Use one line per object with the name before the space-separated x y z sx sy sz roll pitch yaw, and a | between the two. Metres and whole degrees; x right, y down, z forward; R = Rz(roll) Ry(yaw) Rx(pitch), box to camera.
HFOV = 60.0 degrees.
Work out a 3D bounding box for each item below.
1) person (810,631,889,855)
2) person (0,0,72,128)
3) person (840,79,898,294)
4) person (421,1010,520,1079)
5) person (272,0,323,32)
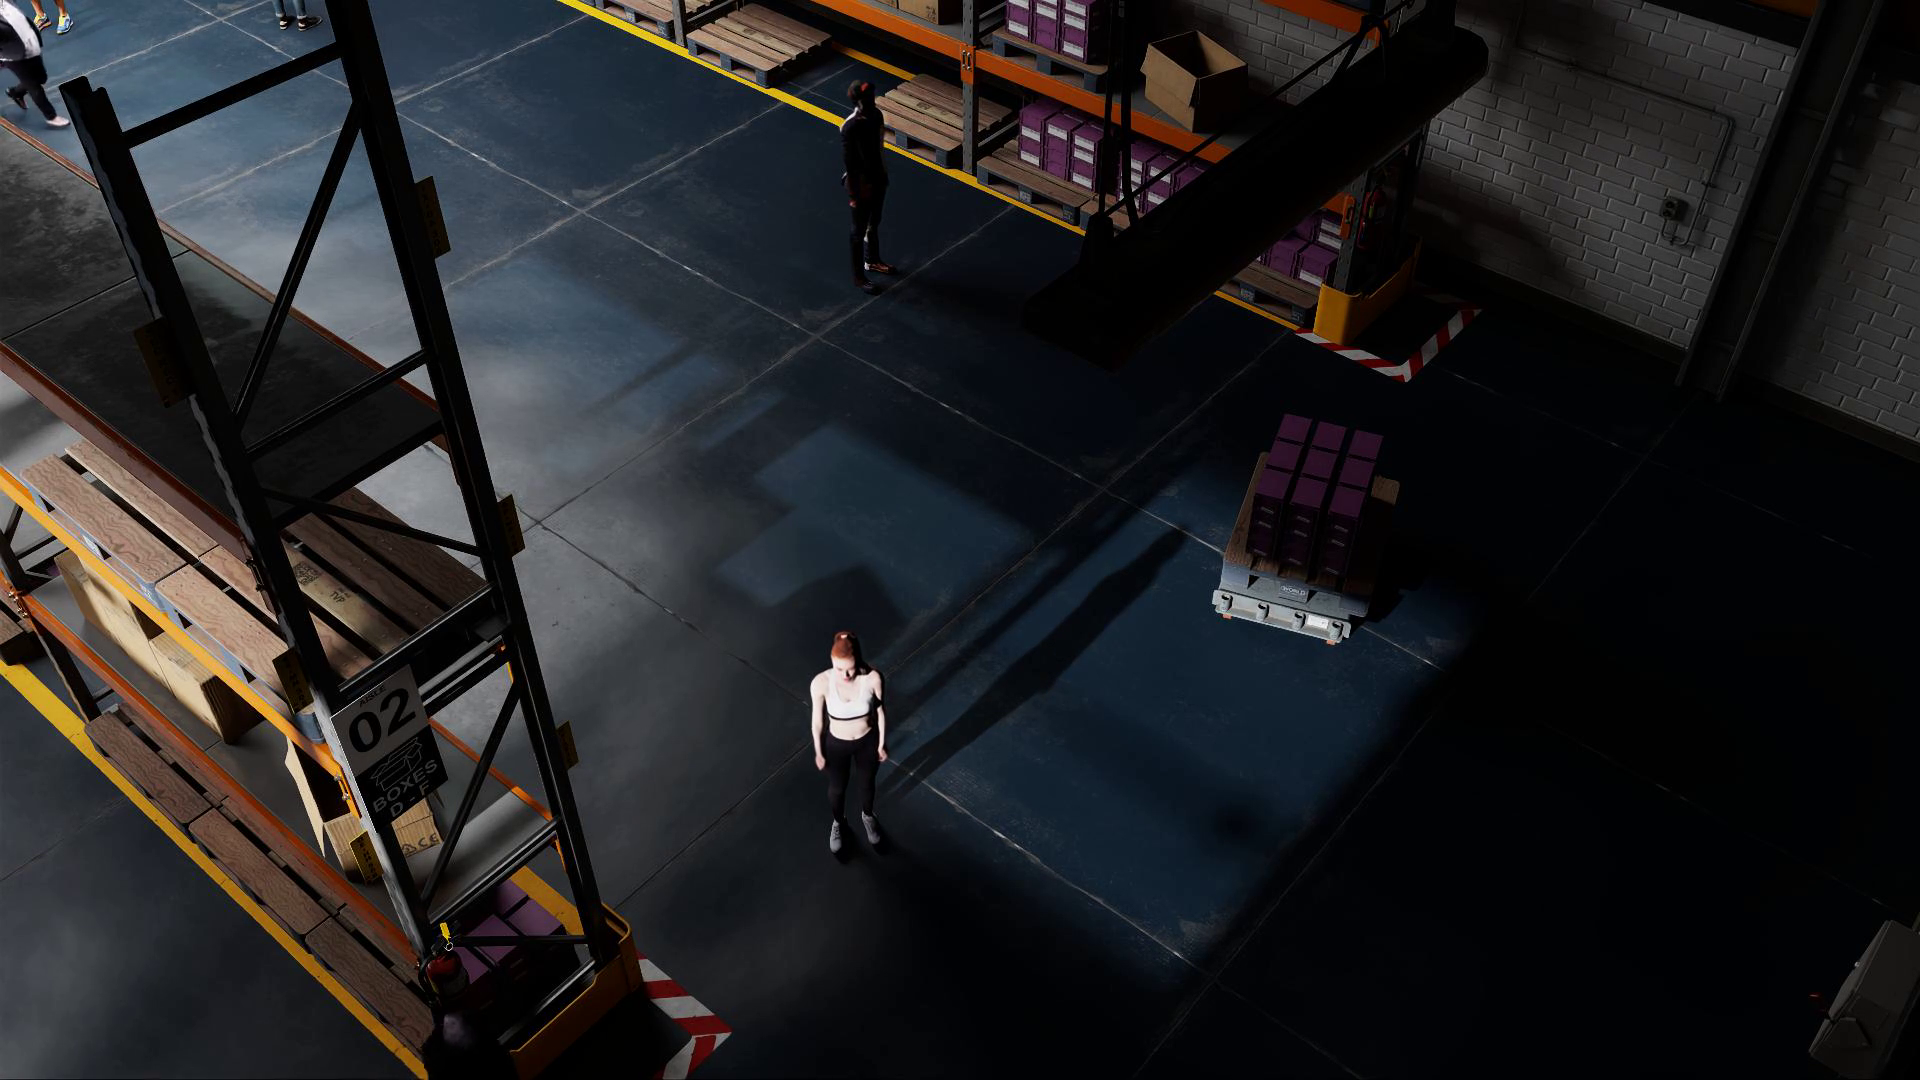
person | -0.637 1.182 9.730 0.668 1.742 0.704 -8 44 -8
person | -9.169 -4.742 16.068 1.044 1.576 0.914 9 44 9
person | -0.793 -3.010 14.020 0.648 1.893 0.719 21 47 21
person | -2.365 2.859 8.048 0.992 1.635 1.071 -19 47 -19
person | -7.238 -6.269 17.495 0.653 1.820 0.797 11 45 11
